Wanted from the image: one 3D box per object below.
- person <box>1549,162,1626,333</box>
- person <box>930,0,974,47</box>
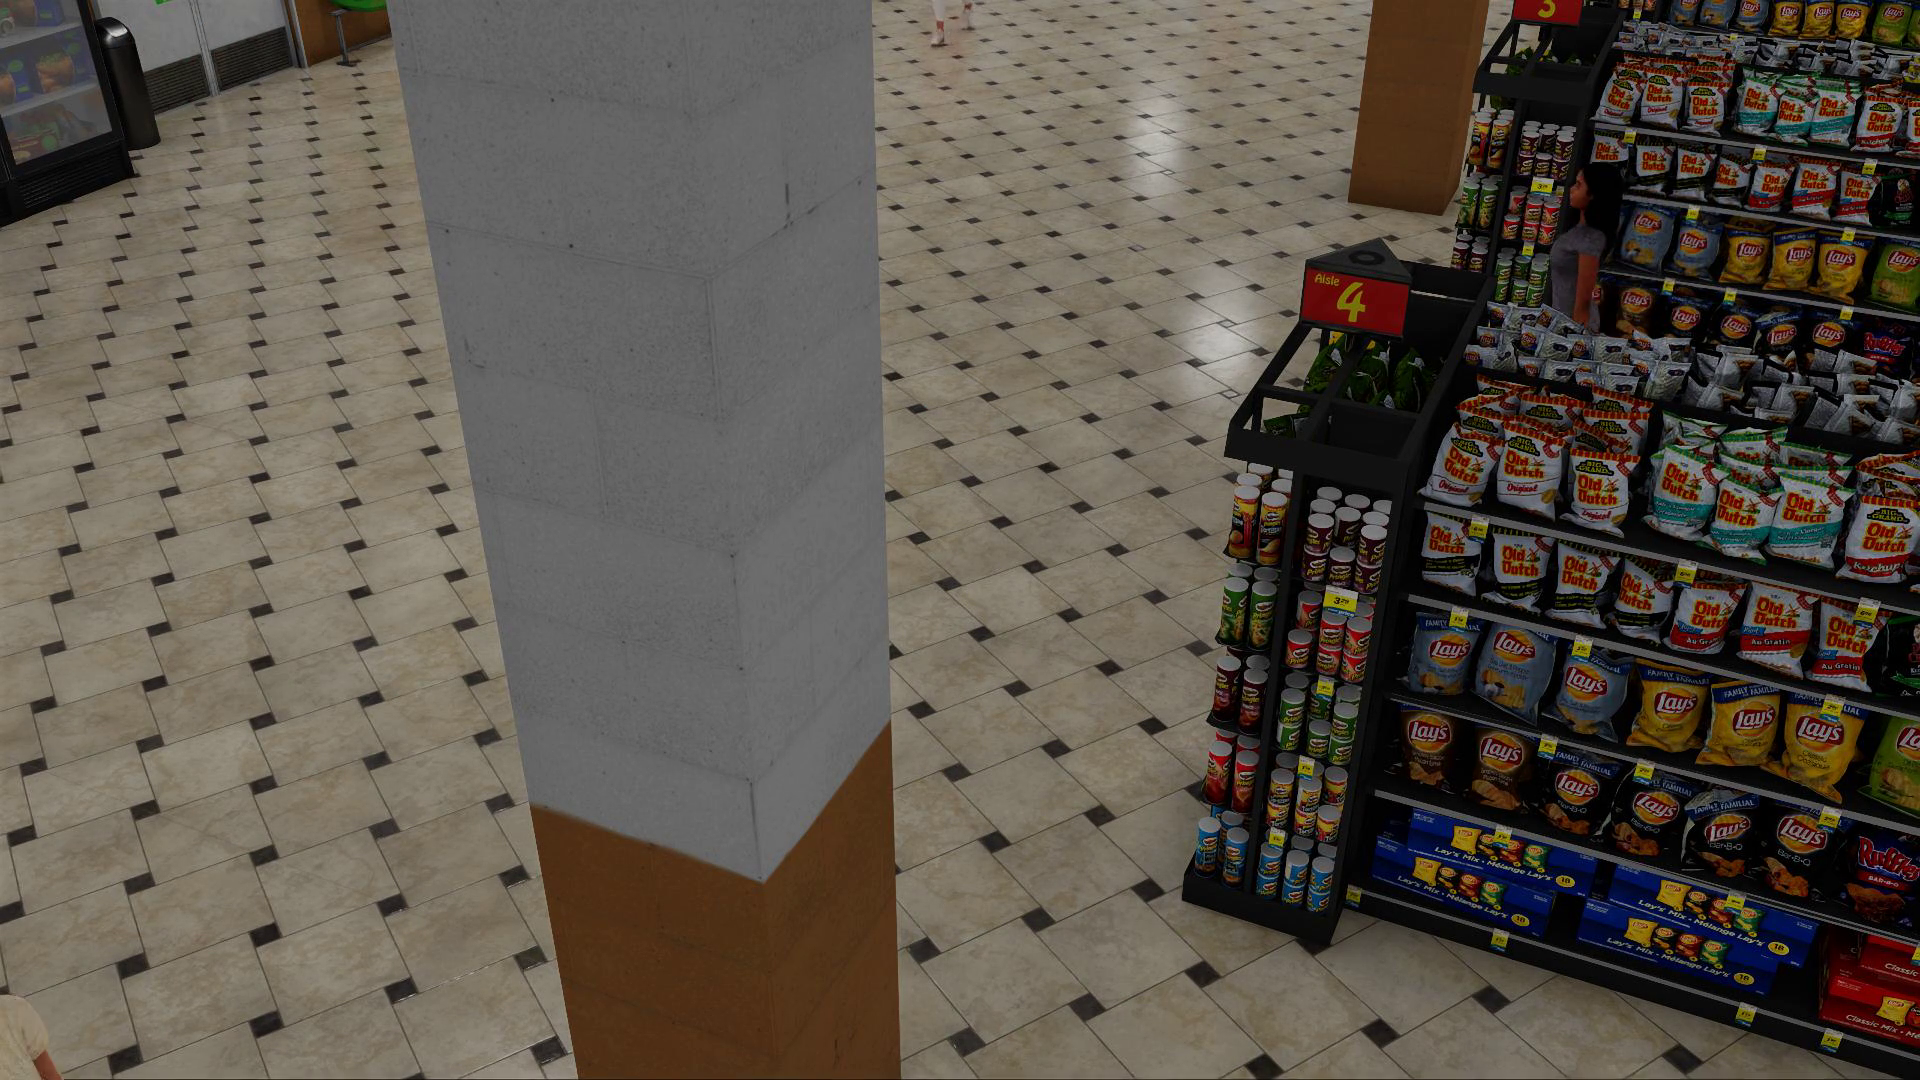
[{"bbox_3d":[3.091,-0.963,8.185,0.978,1.751,0.603,14,34,21],"label":"person"},{"bbox_3d":[-0.076,-5.561,15.644,1.016,1.677,0.724,10,33,16],"label":"person"}]
